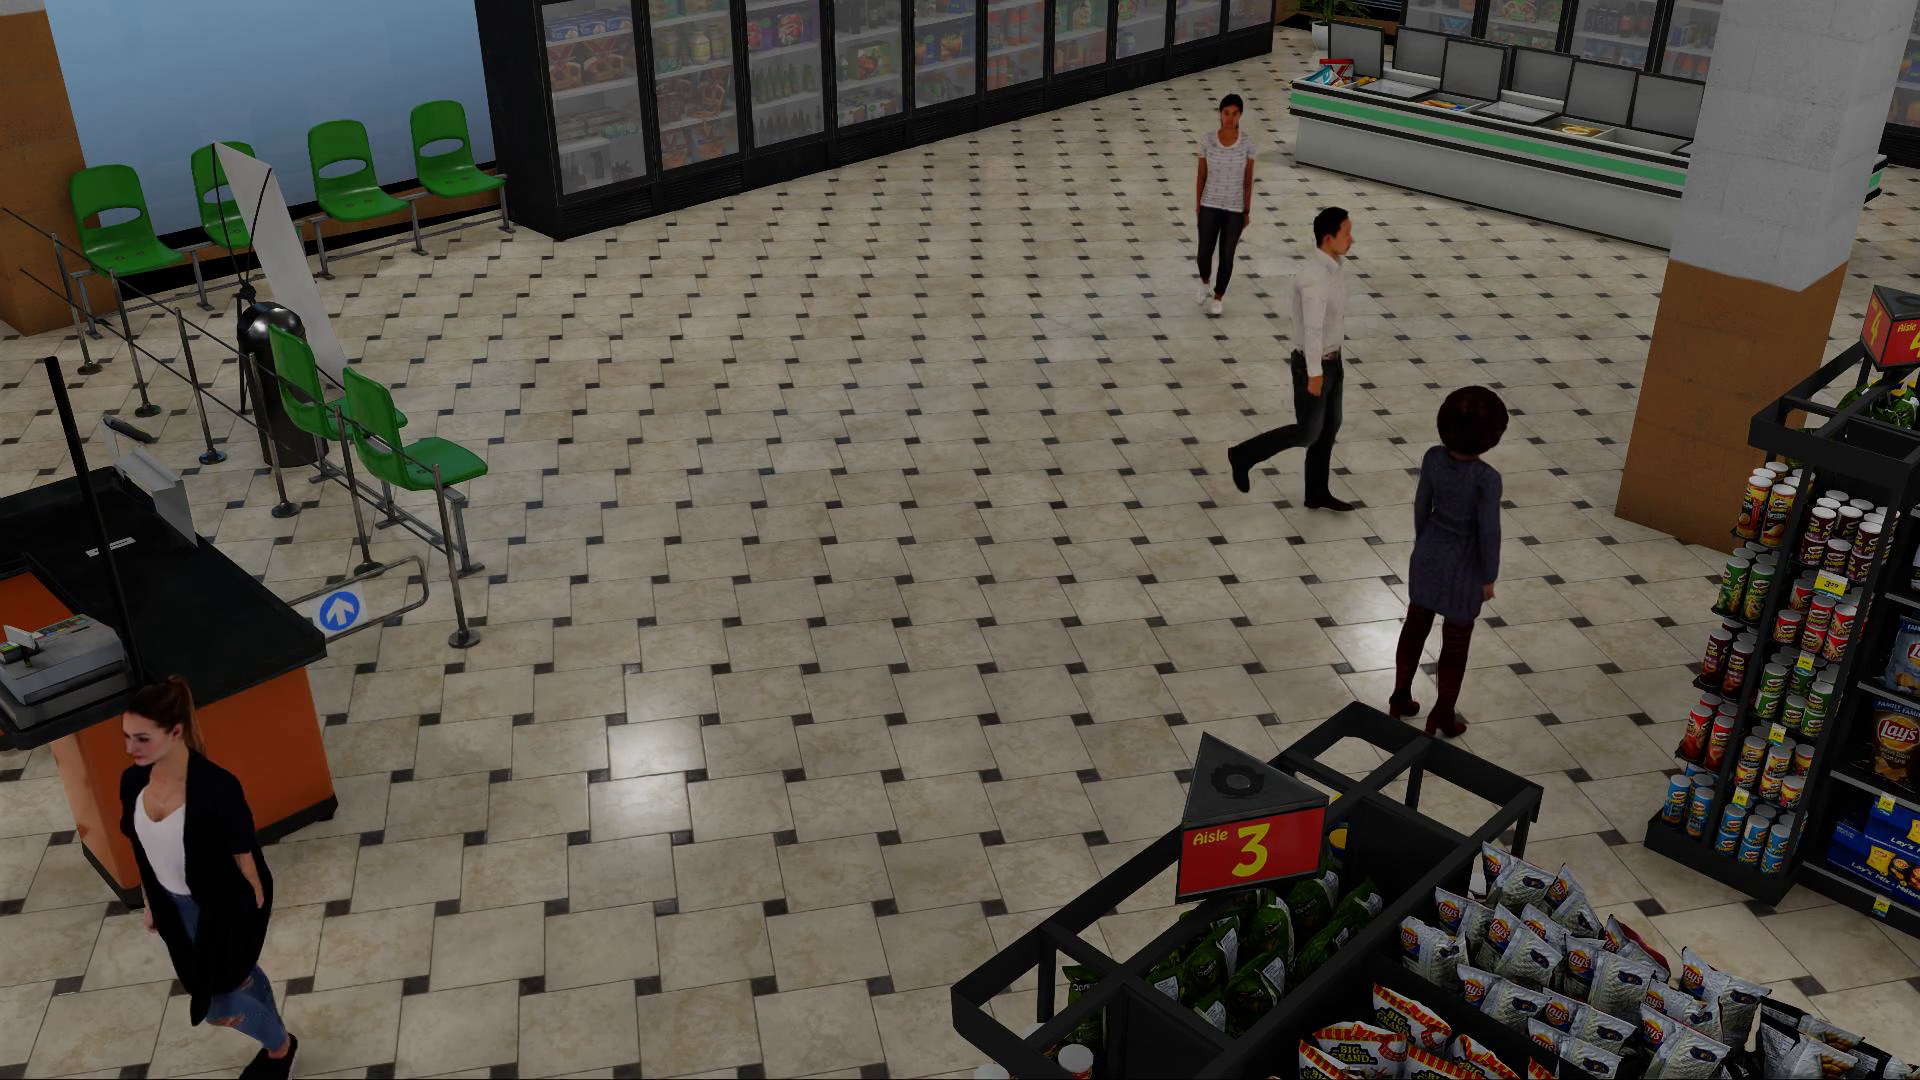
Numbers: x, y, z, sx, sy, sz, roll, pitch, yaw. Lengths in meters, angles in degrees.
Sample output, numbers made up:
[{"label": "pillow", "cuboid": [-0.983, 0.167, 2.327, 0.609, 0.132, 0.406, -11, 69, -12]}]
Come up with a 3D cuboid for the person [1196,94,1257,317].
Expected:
[{"label": "person", "cuboid": [1.953, -2.478, 12.276, 0.687, 1.633, 0.754, 6, 29, 10]}]

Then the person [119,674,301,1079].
[{"label": "person", "cuboid": [-2.442, 1.152, 5.585, 0.704, 1.674, 0.783, 14, 31, 23]}]

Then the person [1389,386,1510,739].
[{"label": "person", "cuboid": [2.177, 0.118, 7.440, 0.667, 1.711, 0.479, -20, 35, -33]}]

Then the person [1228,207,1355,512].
[{"label": "person", "cuboid": [1.918, -0.991, 9.385, 1.075, 1.795, 0.863, 13, 31, 22]}]
